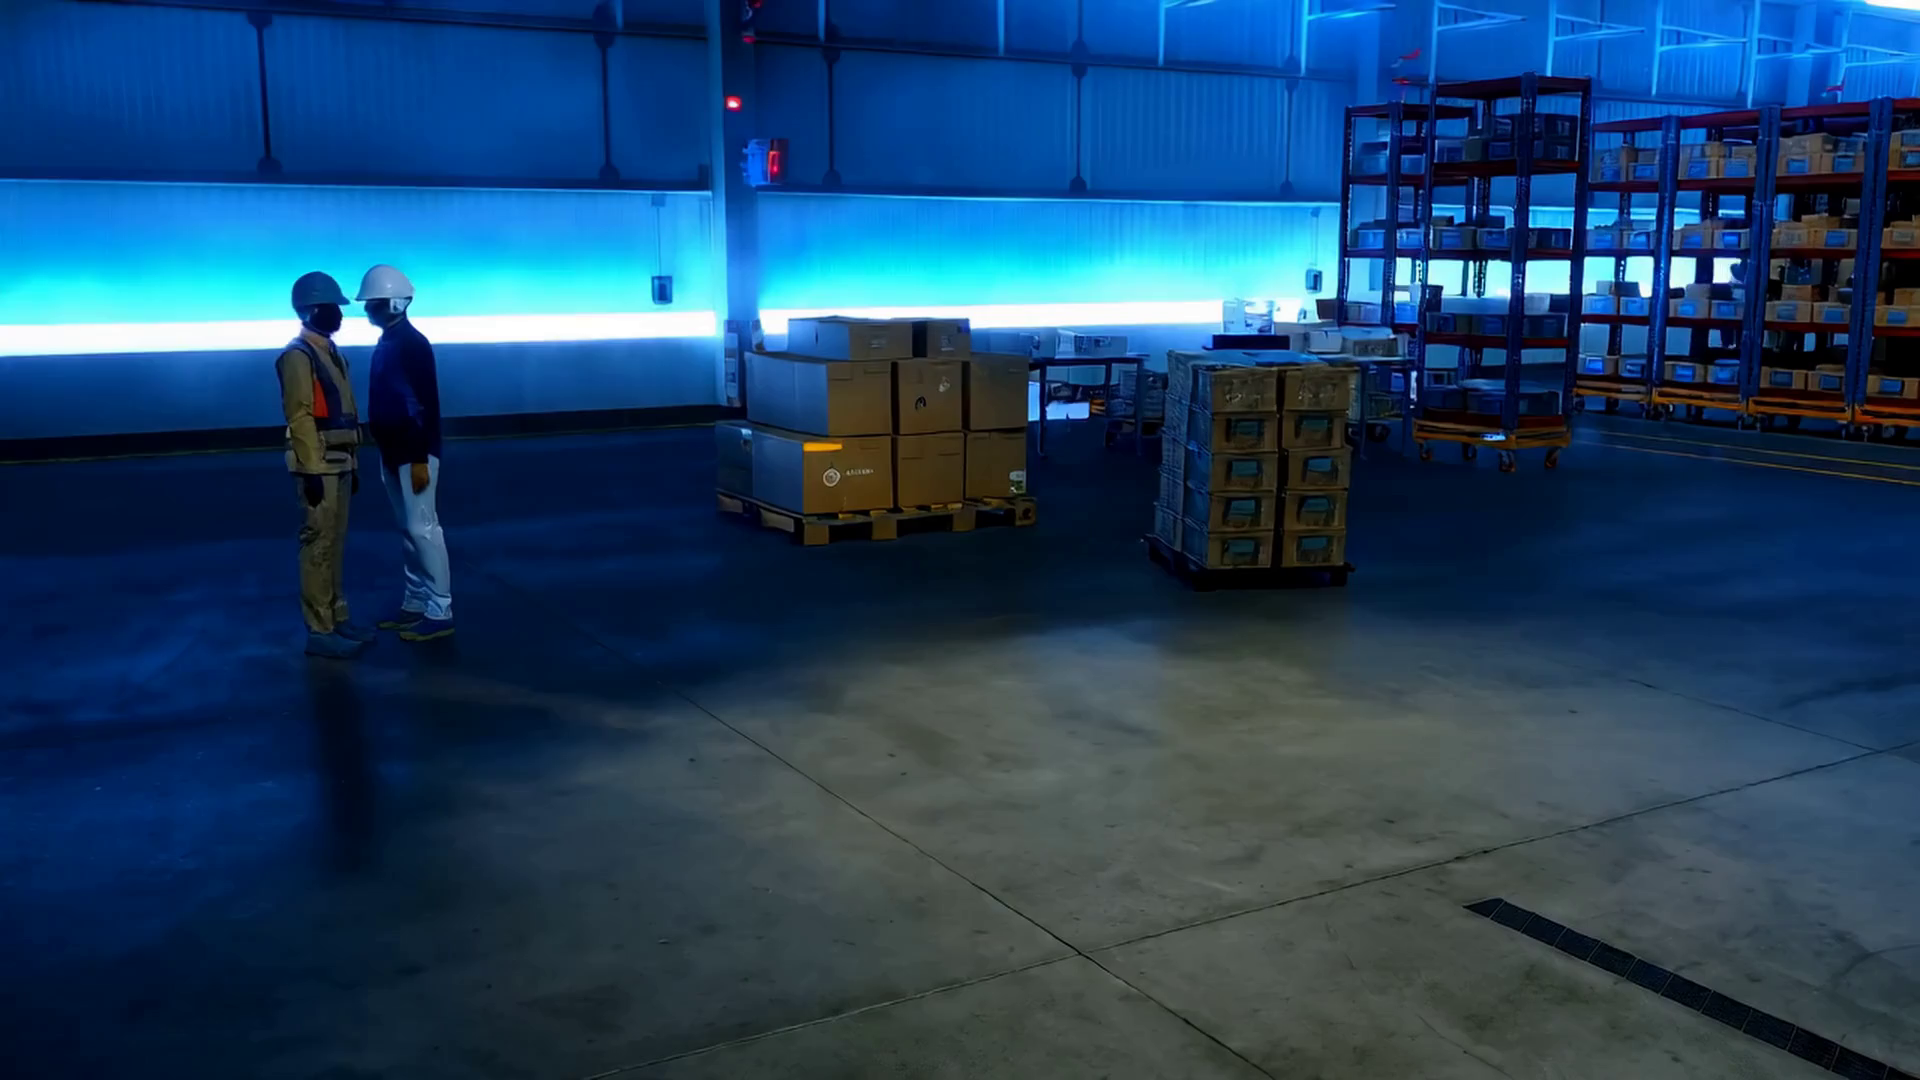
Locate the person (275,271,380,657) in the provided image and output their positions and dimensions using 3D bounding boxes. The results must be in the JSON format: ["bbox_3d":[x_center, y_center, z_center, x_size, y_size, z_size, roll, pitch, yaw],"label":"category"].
[{"bbox_3d":[-3.249,-0.388,8.502,0.380,1.951,0.605,-1,10,-3],"label":"person"}]

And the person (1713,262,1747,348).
[{"bbox_3d":[11.811,-3.329,25.486,0.442,1.828,0.595,-5,11,-25],"label":"person"}]

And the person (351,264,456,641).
[{"bbox_3d":[-2.964,-0.459,8.826,0.414,1.985,0.611,-8,13,-37],"label":"person"}]
